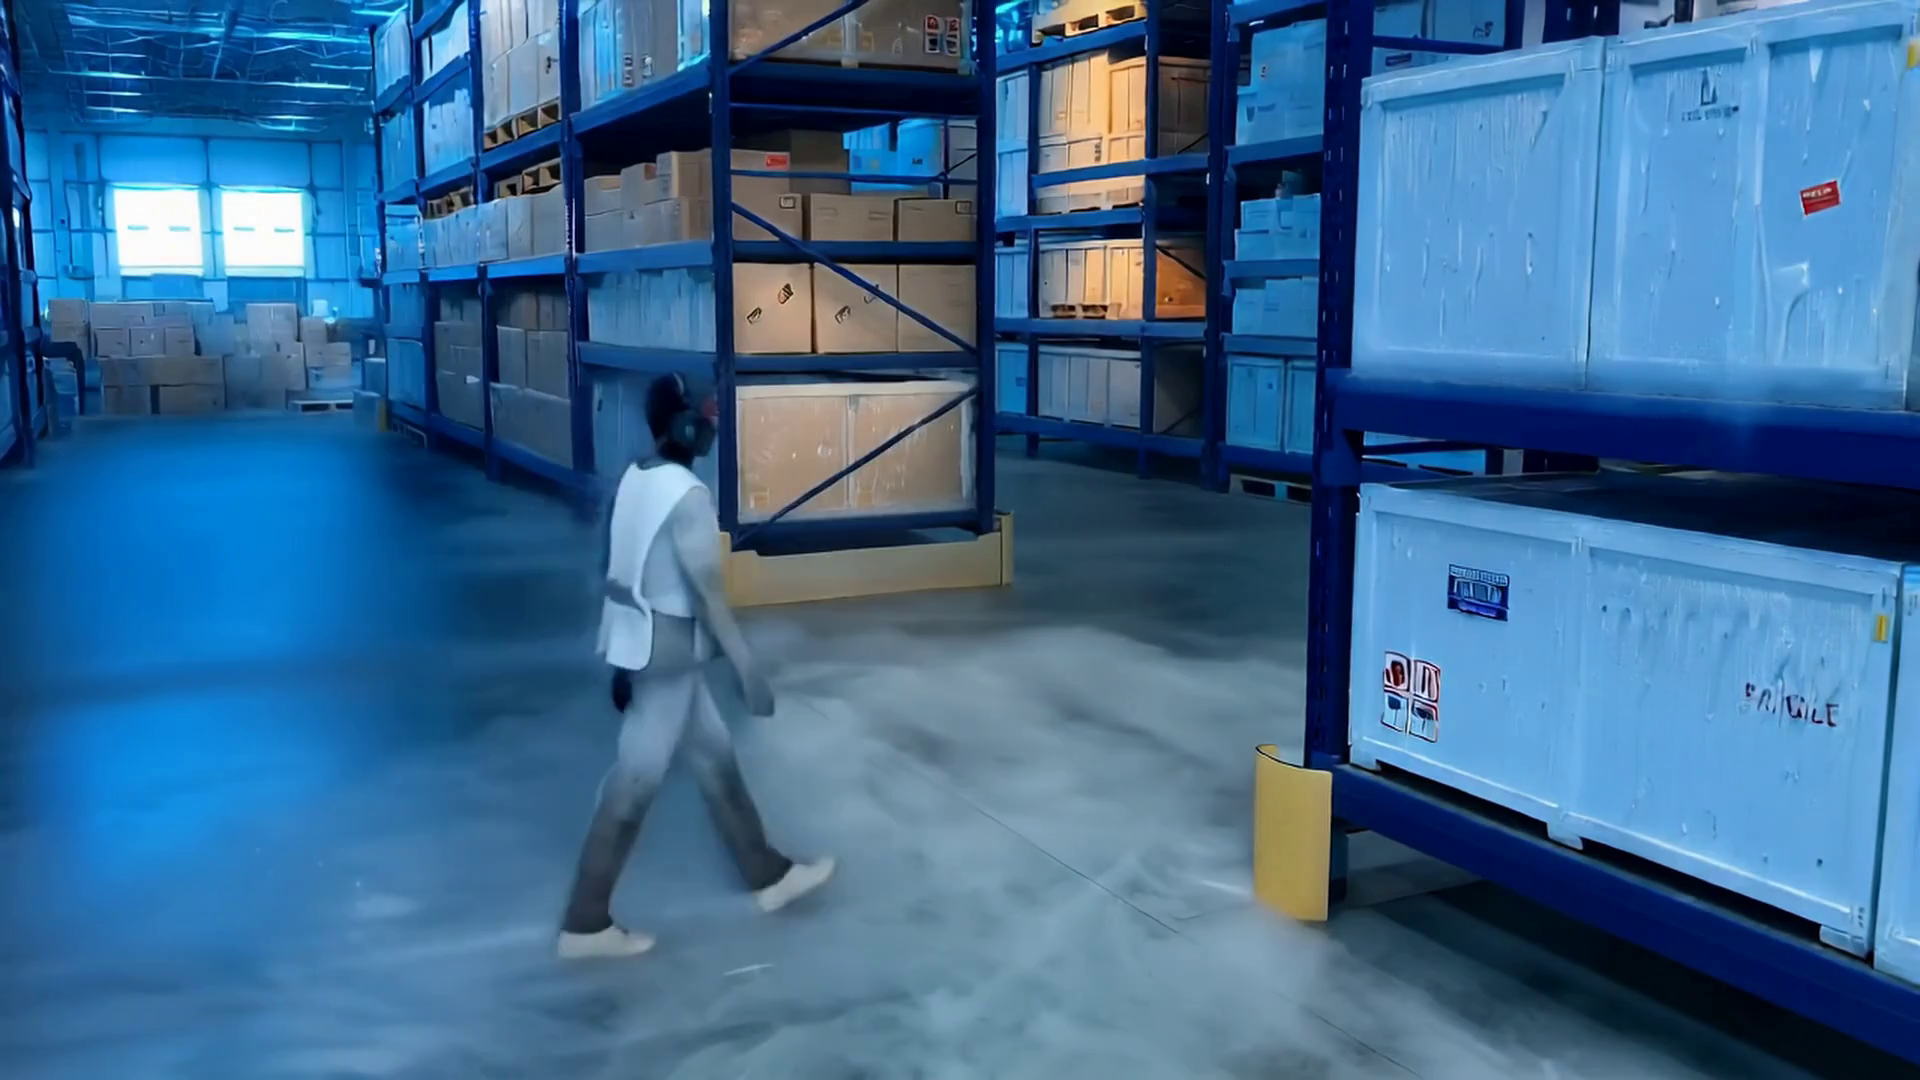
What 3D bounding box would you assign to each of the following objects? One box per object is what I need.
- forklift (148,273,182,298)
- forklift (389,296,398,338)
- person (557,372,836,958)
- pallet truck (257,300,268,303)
[{"bbox_3d":[-25.023,-7.020,52.496,1.873,2.768,1.129,6,10,35],"label":"forklift"},{"bbox_3d":[-11.118,-4.275,33.571,1.129,2.768,1.873,-8,11,-42],"label":"forklift"},{"bbox_3d":[-0.843,0.379,5.199,0.976,1.794,0.572,-4,9,-23],"label":"person"},{"bbox_3d":[-23.913,-7.404,58.171,1.885,1.965,0.823,-1,8,-9],"label":"pallet truck"}]
